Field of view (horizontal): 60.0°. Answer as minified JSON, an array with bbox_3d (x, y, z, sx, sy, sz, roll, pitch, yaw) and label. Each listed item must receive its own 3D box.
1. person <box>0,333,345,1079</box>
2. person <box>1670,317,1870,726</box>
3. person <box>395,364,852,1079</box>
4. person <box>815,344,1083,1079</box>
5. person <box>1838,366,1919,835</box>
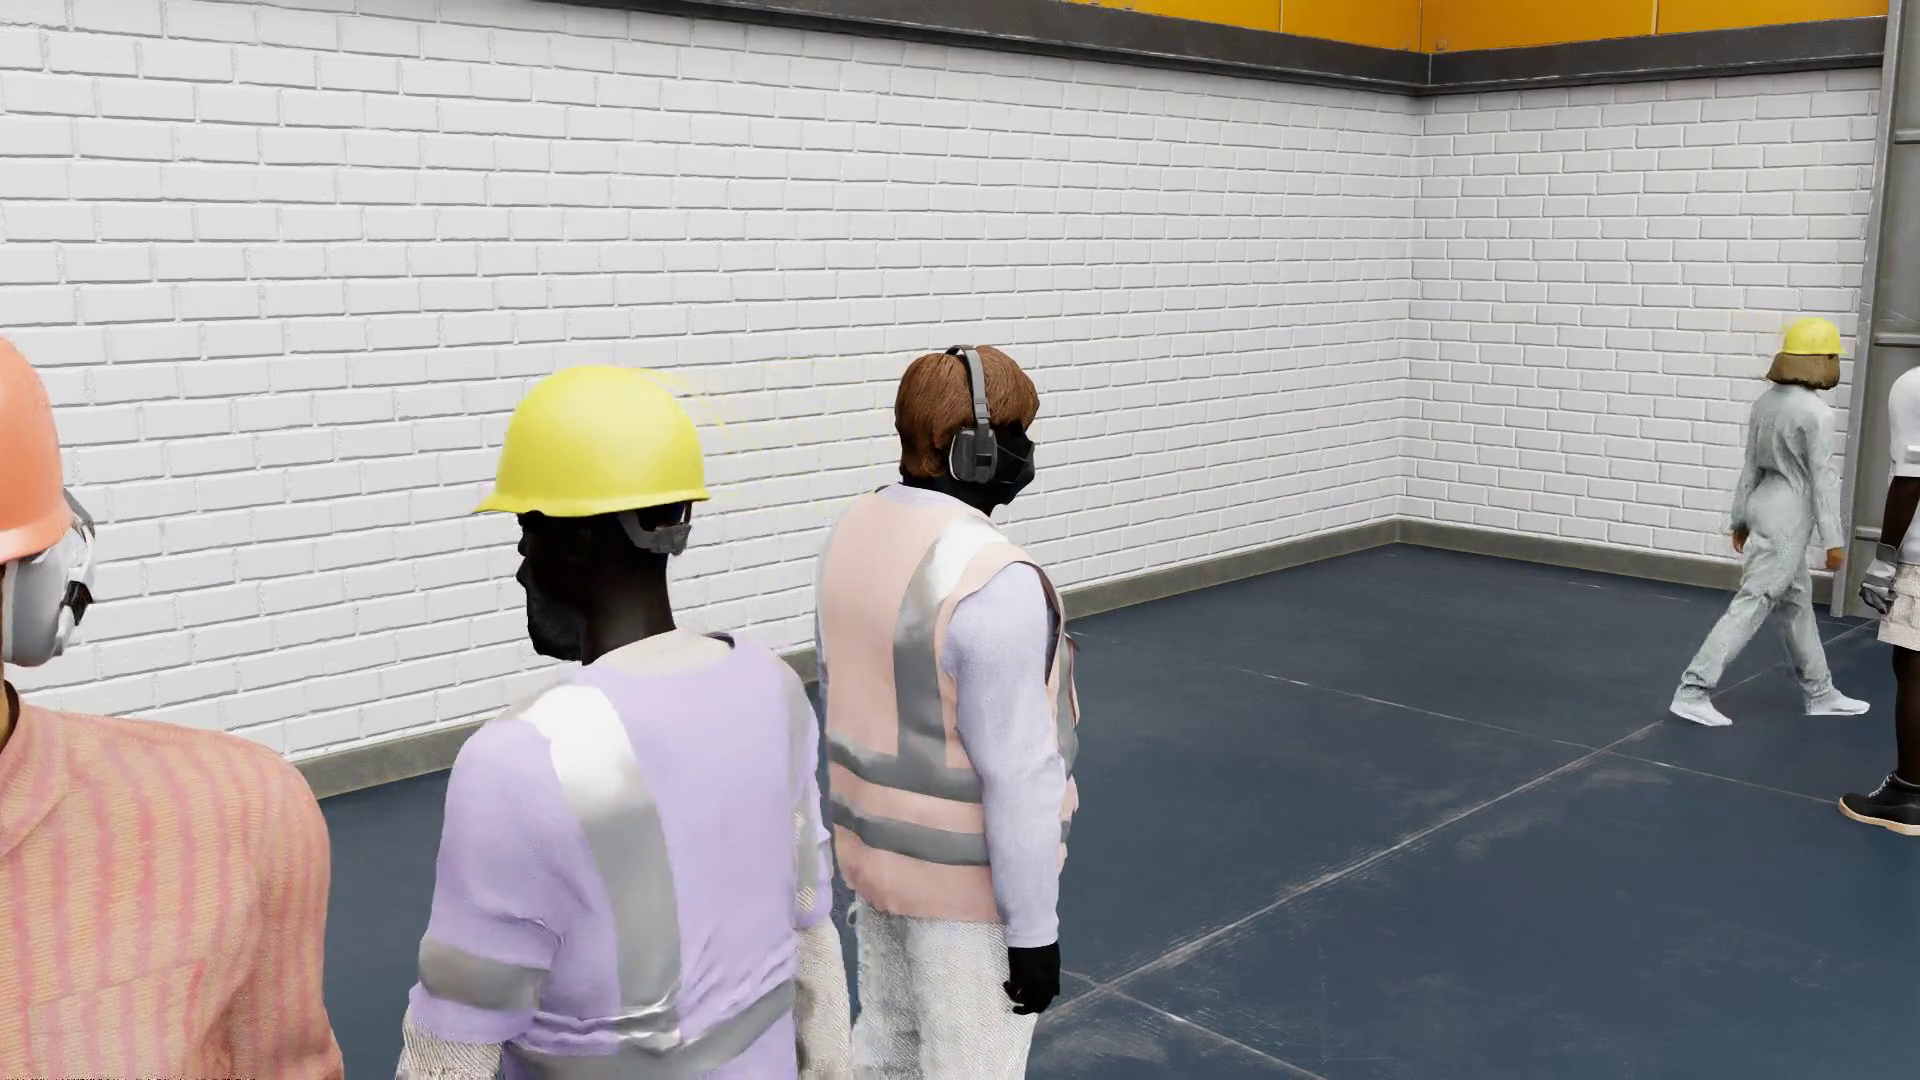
[{"bbox_3d":[-0.749,0.803,1.295,0.616,1.990,0.393,-8,13,-38],"label":"person"},{"bbox_3d":[3.380,-0.065,6.843,0.911,1.696,0.503,0,10,-3],"label":"person"},{"bbox_3d":[-0.321,0.732,2.002,0.970,1.885,0.587,4,11,21],"label":"person"},{"bbox_3d":[-0.006,0.582,2.917,0.429,1.842,0.633,-6,12,-30],"label":"person"},{"bbox_3d":[3.328,0.022,5.626,0.607,1.966,0.367,-4,11,-19],"label":"person"}]
